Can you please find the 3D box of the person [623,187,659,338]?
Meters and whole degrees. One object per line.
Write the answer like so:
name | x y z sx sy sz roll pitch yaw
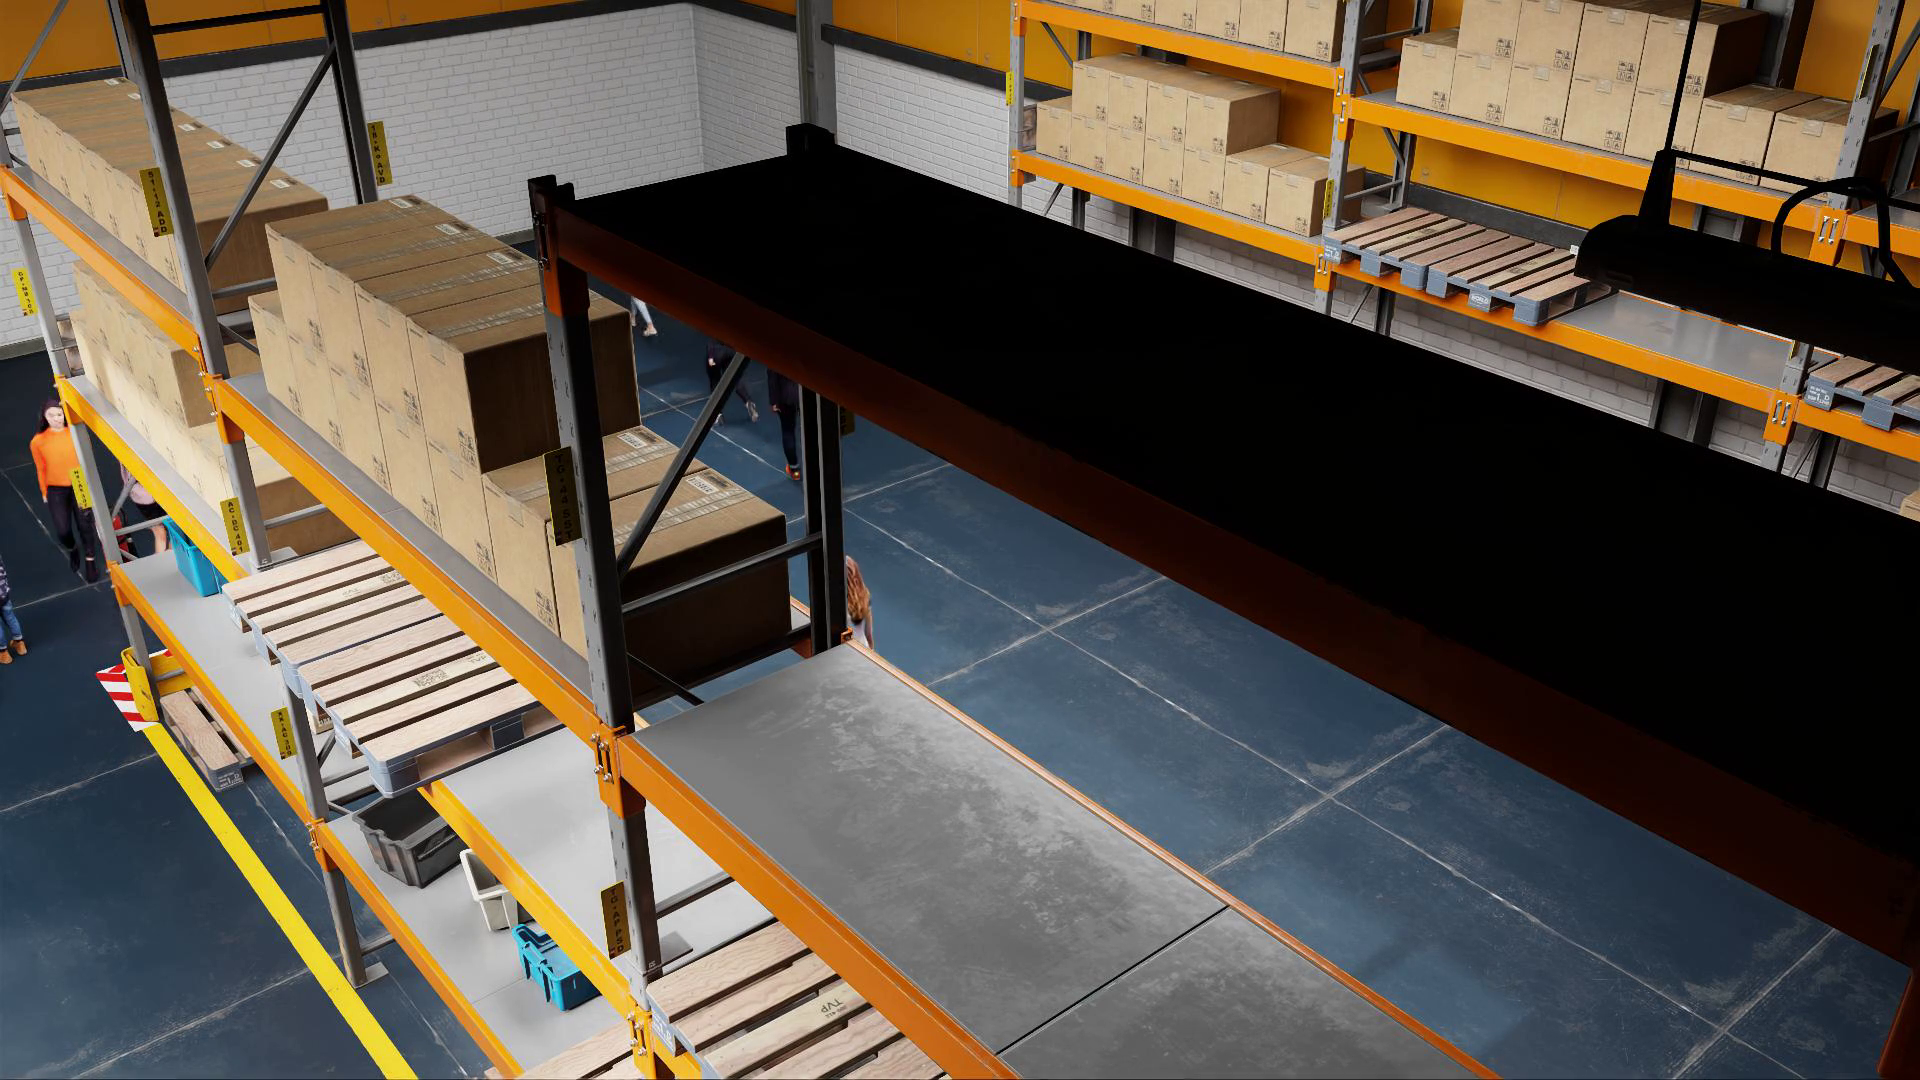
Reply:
person | -3.812 -3.221 19.497 0.646 1.762 1.088 -25 37 -37

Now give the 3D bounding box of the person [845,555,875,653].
person | -0.732 0.924 11.988 1.164 1.676 0.832 18 33 29

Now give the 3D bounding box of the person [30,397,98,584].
person | -7.743 -0.464 14.473 0.698 1.734 0.727 -12 31 -20

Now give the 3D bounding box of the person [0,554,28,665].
person | -7.802 0.407 13.380 0.603 1.251 0.569 14 31 23

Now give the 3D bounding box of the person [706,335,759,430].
person | -2.395 -1.899 17.140 0.944 1.699 0.676 22 35 34
